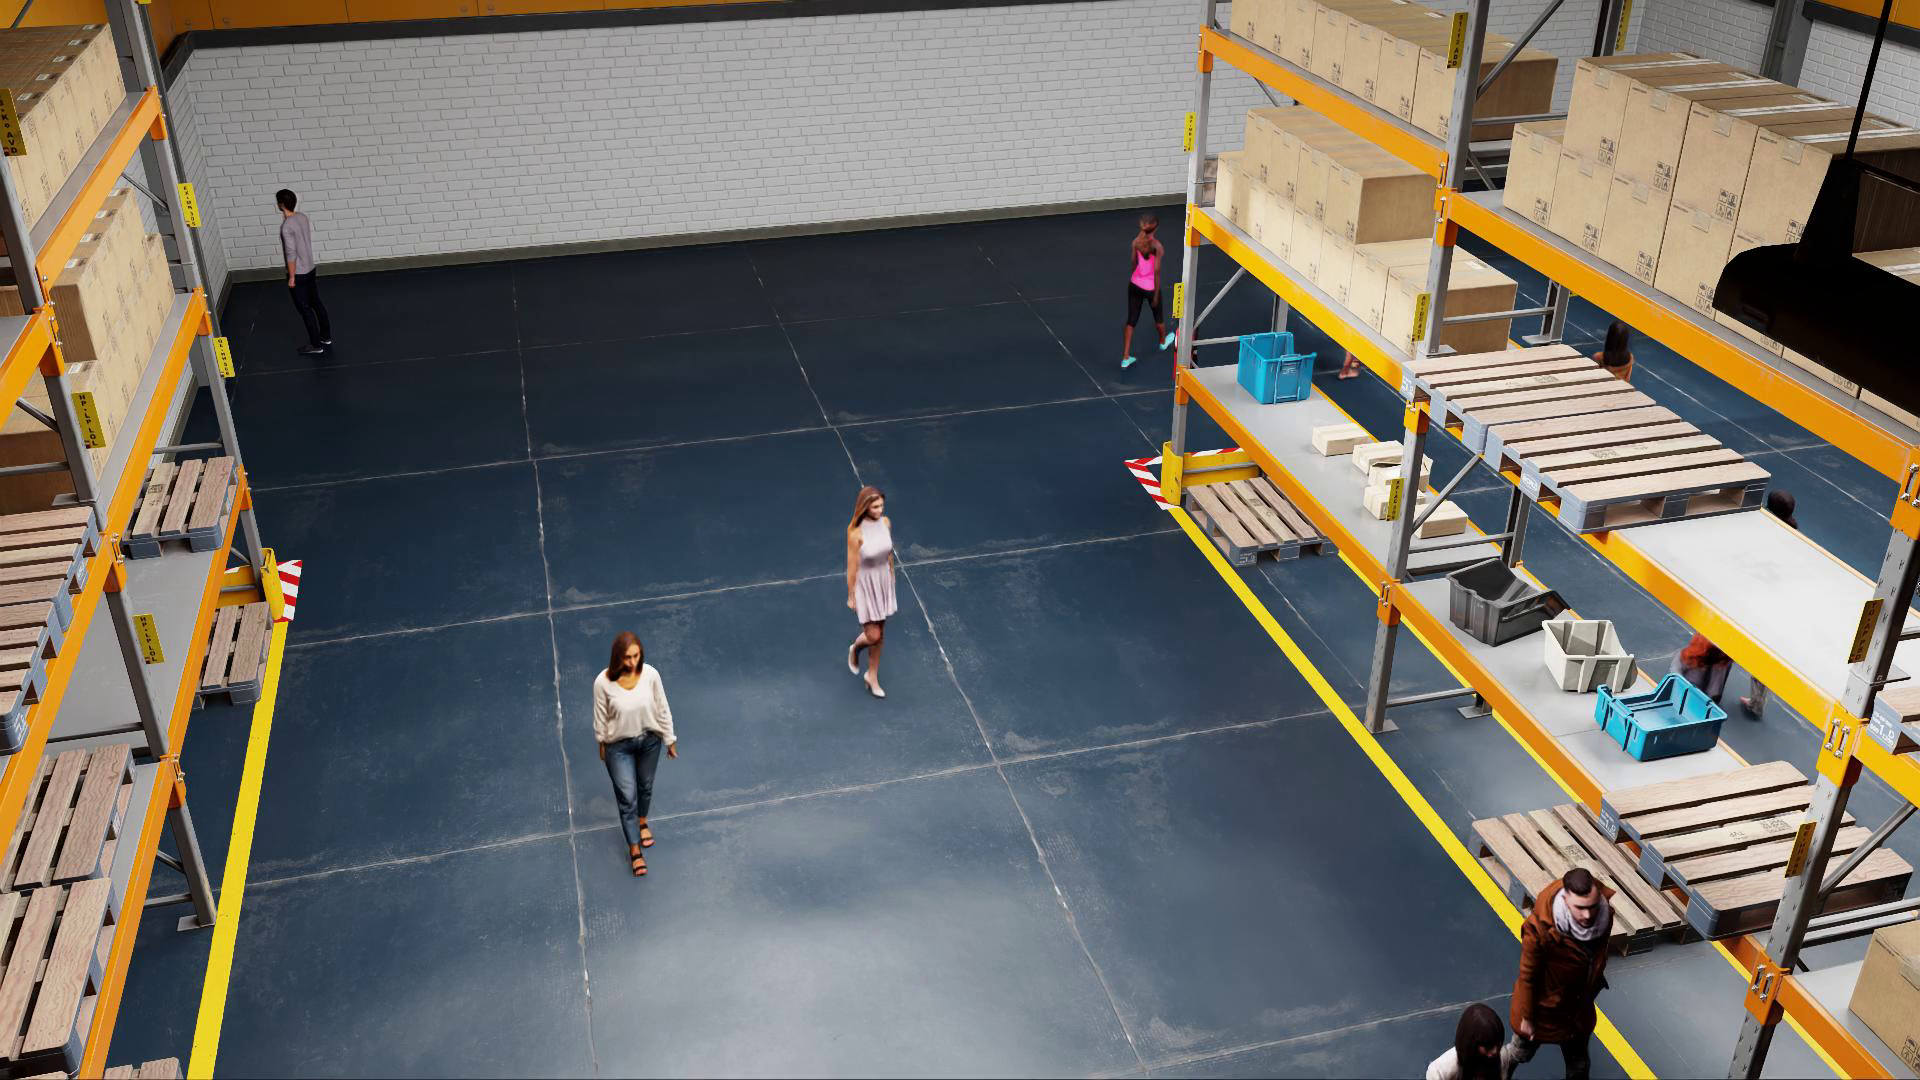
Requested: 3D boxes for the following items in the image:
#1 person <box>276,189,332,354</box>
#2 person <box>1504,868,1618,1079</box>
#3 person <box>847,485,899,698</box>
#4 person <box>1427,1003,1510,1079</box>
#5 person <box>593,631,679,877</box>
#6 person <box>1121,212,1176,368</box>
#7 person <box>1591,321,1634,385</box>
[{"bbox_3d":[-7.320,-2.998,18.481,0.788,1.843,0.604,3,29,5],"label":"person"},{"bbox_3d":[3.039,2.361,8.702,0.792,1.799,1.043,-12,31,-21],"label":"person"},{"bbox_3d":[-0.716,0.362,12.409,0.738,1.758,0.845,-22,35,-34],"label":"person"},{"bbox_3d":[2.365,2.821,8.039,0.696,1.627,0.810,-13,31,-22],"label":"person"},{"bbox_3d":[-2.142,1.277,10.823,0.713,1.671,0.850,-11,31,-20],"label":"person"},{"bbox_3d":[1.946,-2.674,18.065,1.092,1.673,1.069,21,35,33],"label":"person"},{"bbox_3d":[5.959,-1.180,15.336,0.621,1.663,1.062,-5,29,-8],"label":"person"}]
